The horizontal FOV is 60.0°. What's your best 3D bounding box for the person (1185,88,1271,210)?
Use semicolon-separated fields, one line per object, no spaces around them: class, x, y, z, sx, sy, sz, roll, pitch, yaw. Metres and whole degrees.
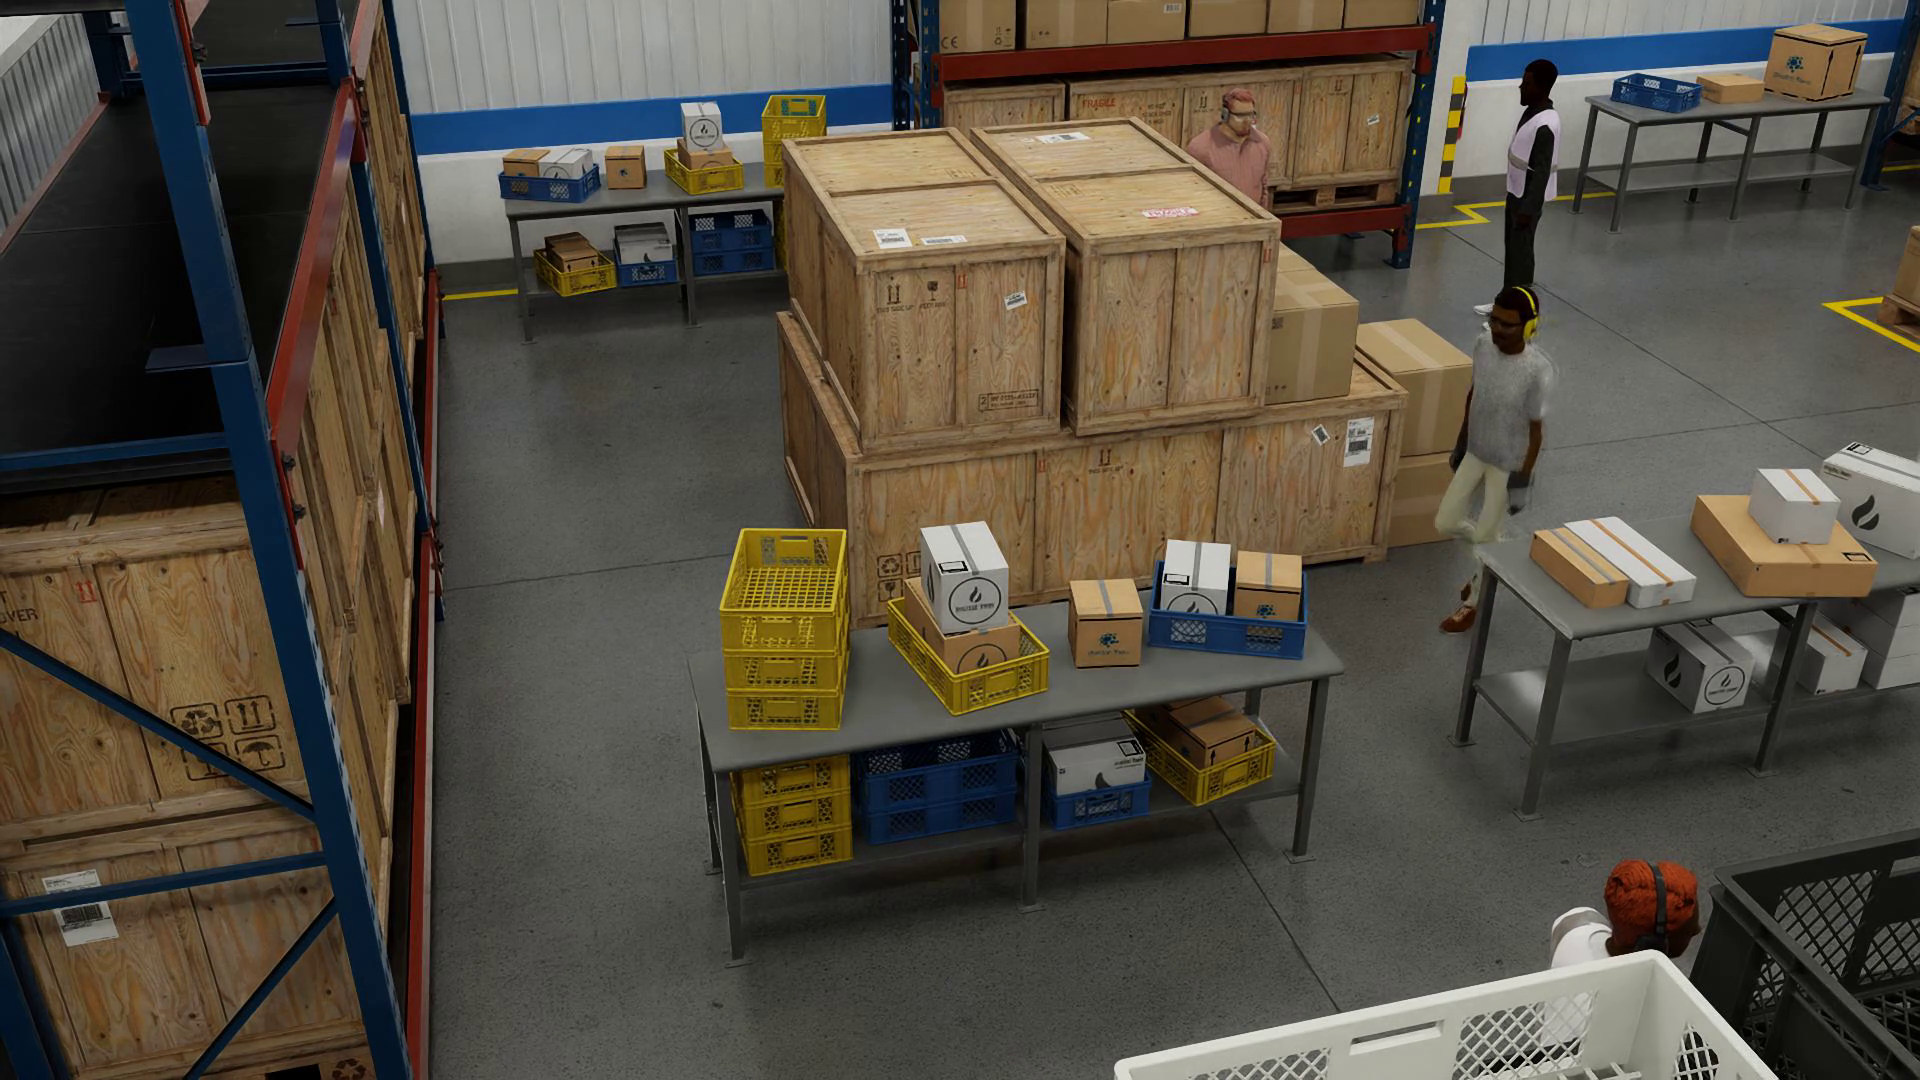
person;1.793;-2.071;11.164;0.639;1.909;0.407;-11;31;-19

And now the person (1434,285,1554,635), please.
person;2.609;-0.392;8.167;0.433;1.855;0.558;-15;32;-25

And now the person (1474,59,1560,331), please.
person;4.020;-2.443;11.827;0.387;1.919;0.594;3;29;5

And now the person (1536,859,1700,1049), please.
person;1.690;1.625;4.481;0.356;1.883;0.573;-1;29;-1
